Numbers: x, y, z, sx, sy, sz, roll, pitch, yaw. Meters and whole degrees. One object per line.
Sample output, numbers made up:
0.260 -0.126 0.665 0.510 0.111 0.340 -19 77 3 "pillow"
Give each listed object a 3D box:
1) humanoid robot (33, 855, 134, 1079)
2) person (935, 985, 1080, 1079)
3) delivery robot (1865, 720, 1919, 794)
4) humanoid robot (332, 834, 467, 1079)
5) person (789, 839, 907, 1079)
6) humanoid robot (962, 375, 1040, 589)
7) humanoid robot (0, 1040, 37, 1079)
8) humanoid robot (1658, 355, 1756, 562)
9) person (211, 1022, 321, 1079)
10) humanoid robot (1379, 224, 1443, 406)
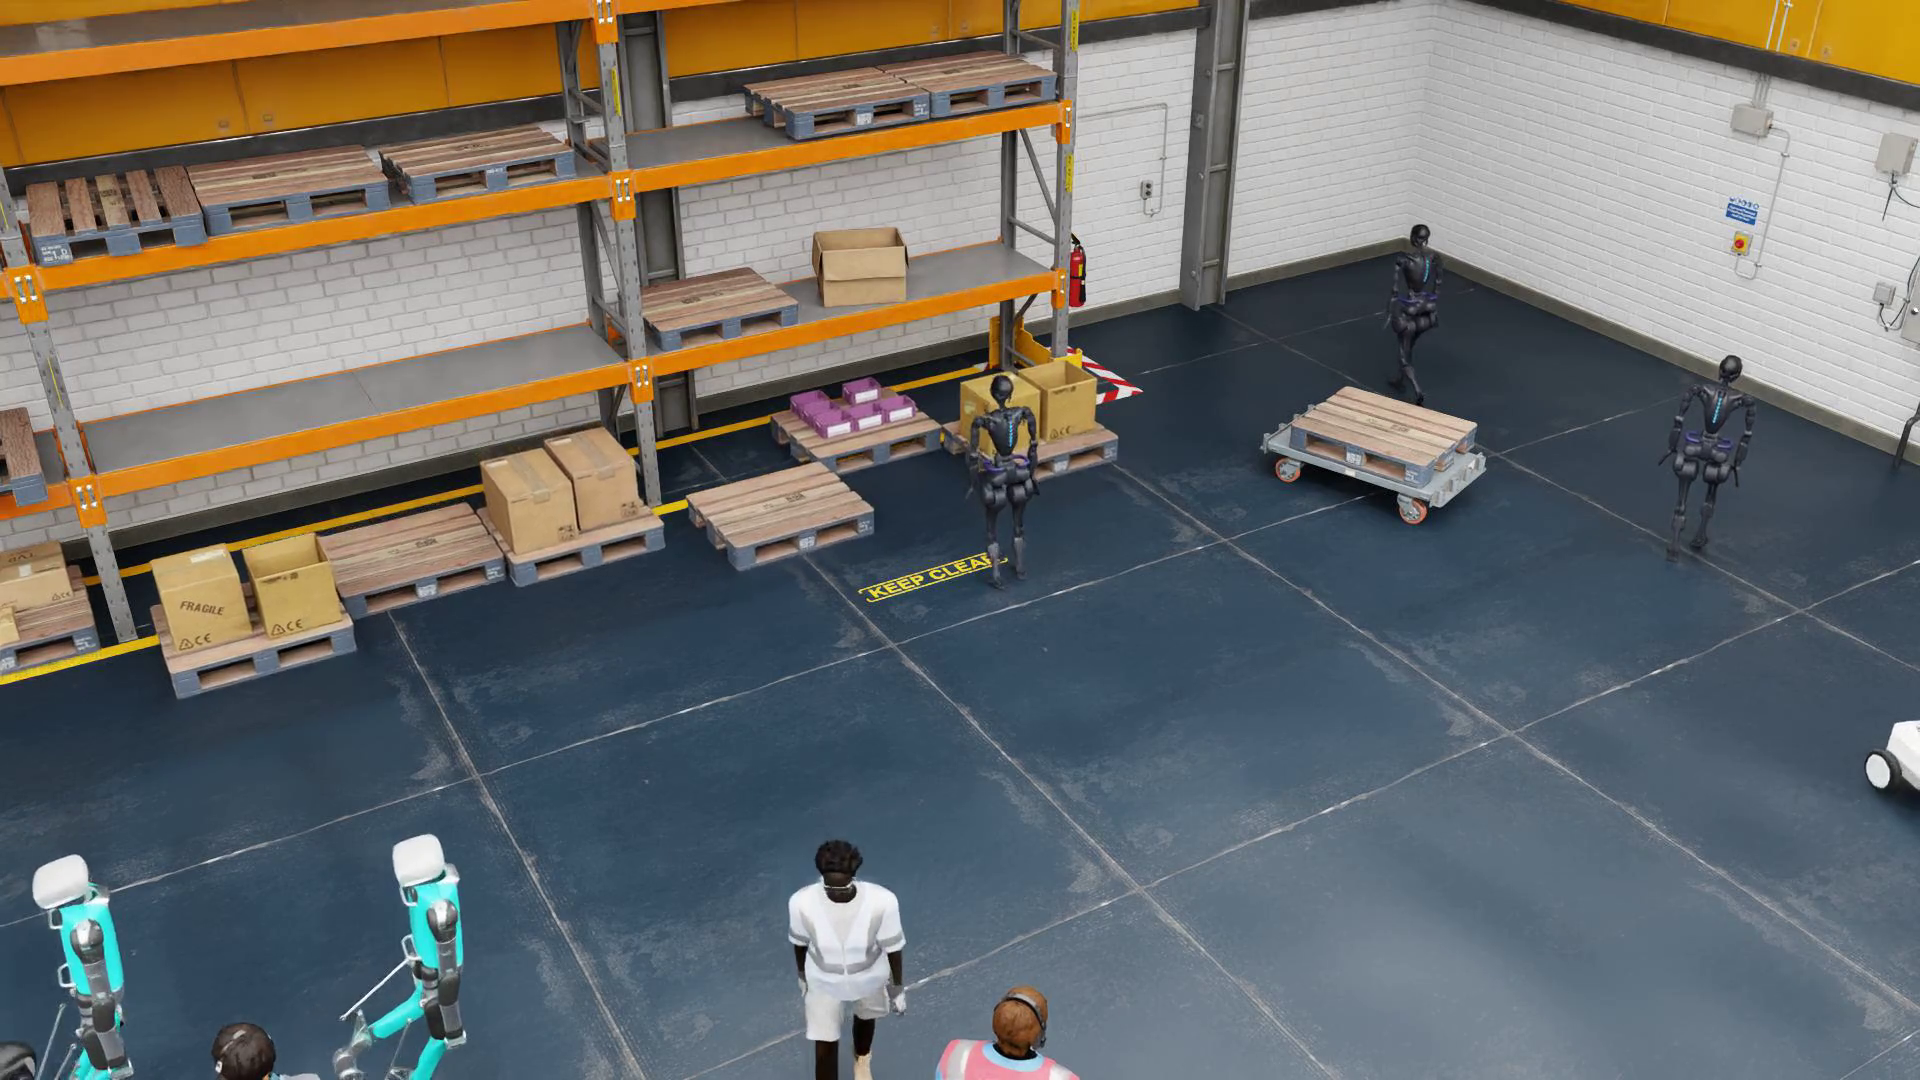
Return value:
-4.097 2.304 7.490 0.815 1.863 0.555 -16 33 -26 "humanoid robot"
0.214 2.565 6.852 0.629 1.836 0.431 10 31 17 "person"
5.999 1.419 10.168 0.499 0.591 0.768 -5 30 -9 "delivery robot"
-2.643 2.191 7.668 1.022 1.786 0.540 -14 32 -24 "humanoid robot"
-0.520 2.131 7.775 0.545 1.665 0.771 -2 30 -4 "person"
0.328 -0.418 12.291 0.600 1.666 0.400 -12 32 -21 "humanoid robot"
-3.706 2.663 6.827 0.583 1.655 0.343 11 31 18 "humanoid robot"
5.689 -0.658 12.720 0.605 1.640 0.583 14 32 23 "humanoid robot"
-2.669 2.655 6.633 0.536 1.883 0.409 -18 34 -29 "person"
4.205 -2.063 15.228 0.611 1.635 0.693 -12 32 -20 "humanoid robot"
